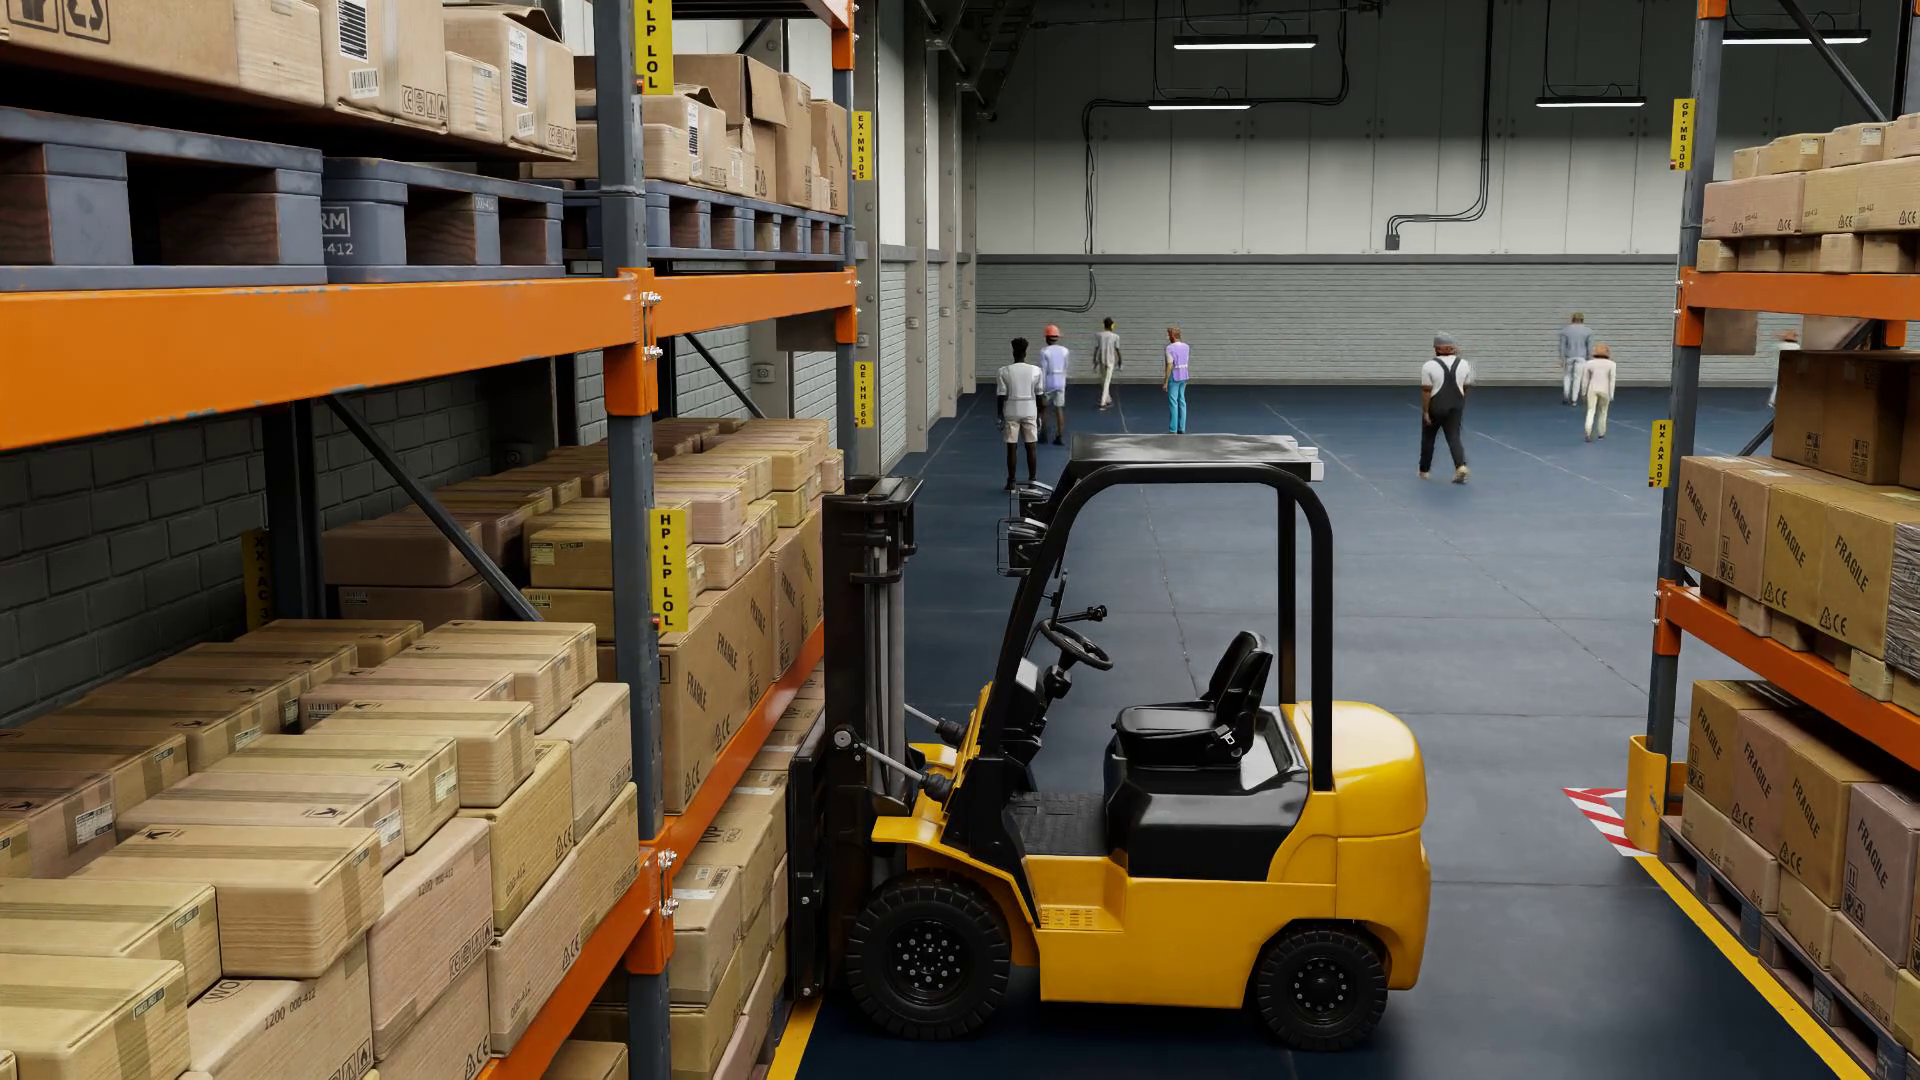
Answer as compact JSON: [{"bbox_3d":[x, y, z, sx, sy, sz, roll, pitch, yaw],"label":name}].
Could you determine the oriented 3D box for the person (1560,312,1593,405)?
[{"bbox_3d":[12.703,-3.741,34.292,0.628,1.911,0.757,4,10,25],"label":"person"}]

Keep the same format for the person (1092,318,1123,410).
[{"bbox_3d":[2.983,-3.526,33.276,0.559,1.815,0.977,4,10,24],"label":"person"}]

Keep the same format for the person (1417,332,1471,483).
[{"bbox_3d":[6.445,-1.790,22.086,0.682,2.000,0.949,-1,9,-7],"label":"person"}]

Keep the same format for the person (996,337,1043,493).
[{"bbox_3d":[0.748,-1.568,20.966,0.608,1.965,0.369,-2,9,-9],"label":"person"}]

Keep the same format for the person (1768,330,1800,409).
[{"bbox_3d":[16.467,-3.390,33.137,0.842,1.596,0.515,-4,10,-25],"label":"person"}]

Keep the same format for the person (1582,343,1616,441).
[{"bbox_3d":[10.434,-2.415,27.199,0.505,1.608,0.765,5,11,29],"label":"person"}]

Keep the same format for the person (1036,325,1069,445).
[{"bbox_3d":[1.455,-2.476,26.648,0.565,1.911,0.757,-4,10,-23],"label":"person"}]

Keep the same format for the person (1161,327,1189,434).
[{"bbox_3d":[3.639,-2.666,28.014,0.390,1.838,0.563,9,13,44],"label":"person"}]
